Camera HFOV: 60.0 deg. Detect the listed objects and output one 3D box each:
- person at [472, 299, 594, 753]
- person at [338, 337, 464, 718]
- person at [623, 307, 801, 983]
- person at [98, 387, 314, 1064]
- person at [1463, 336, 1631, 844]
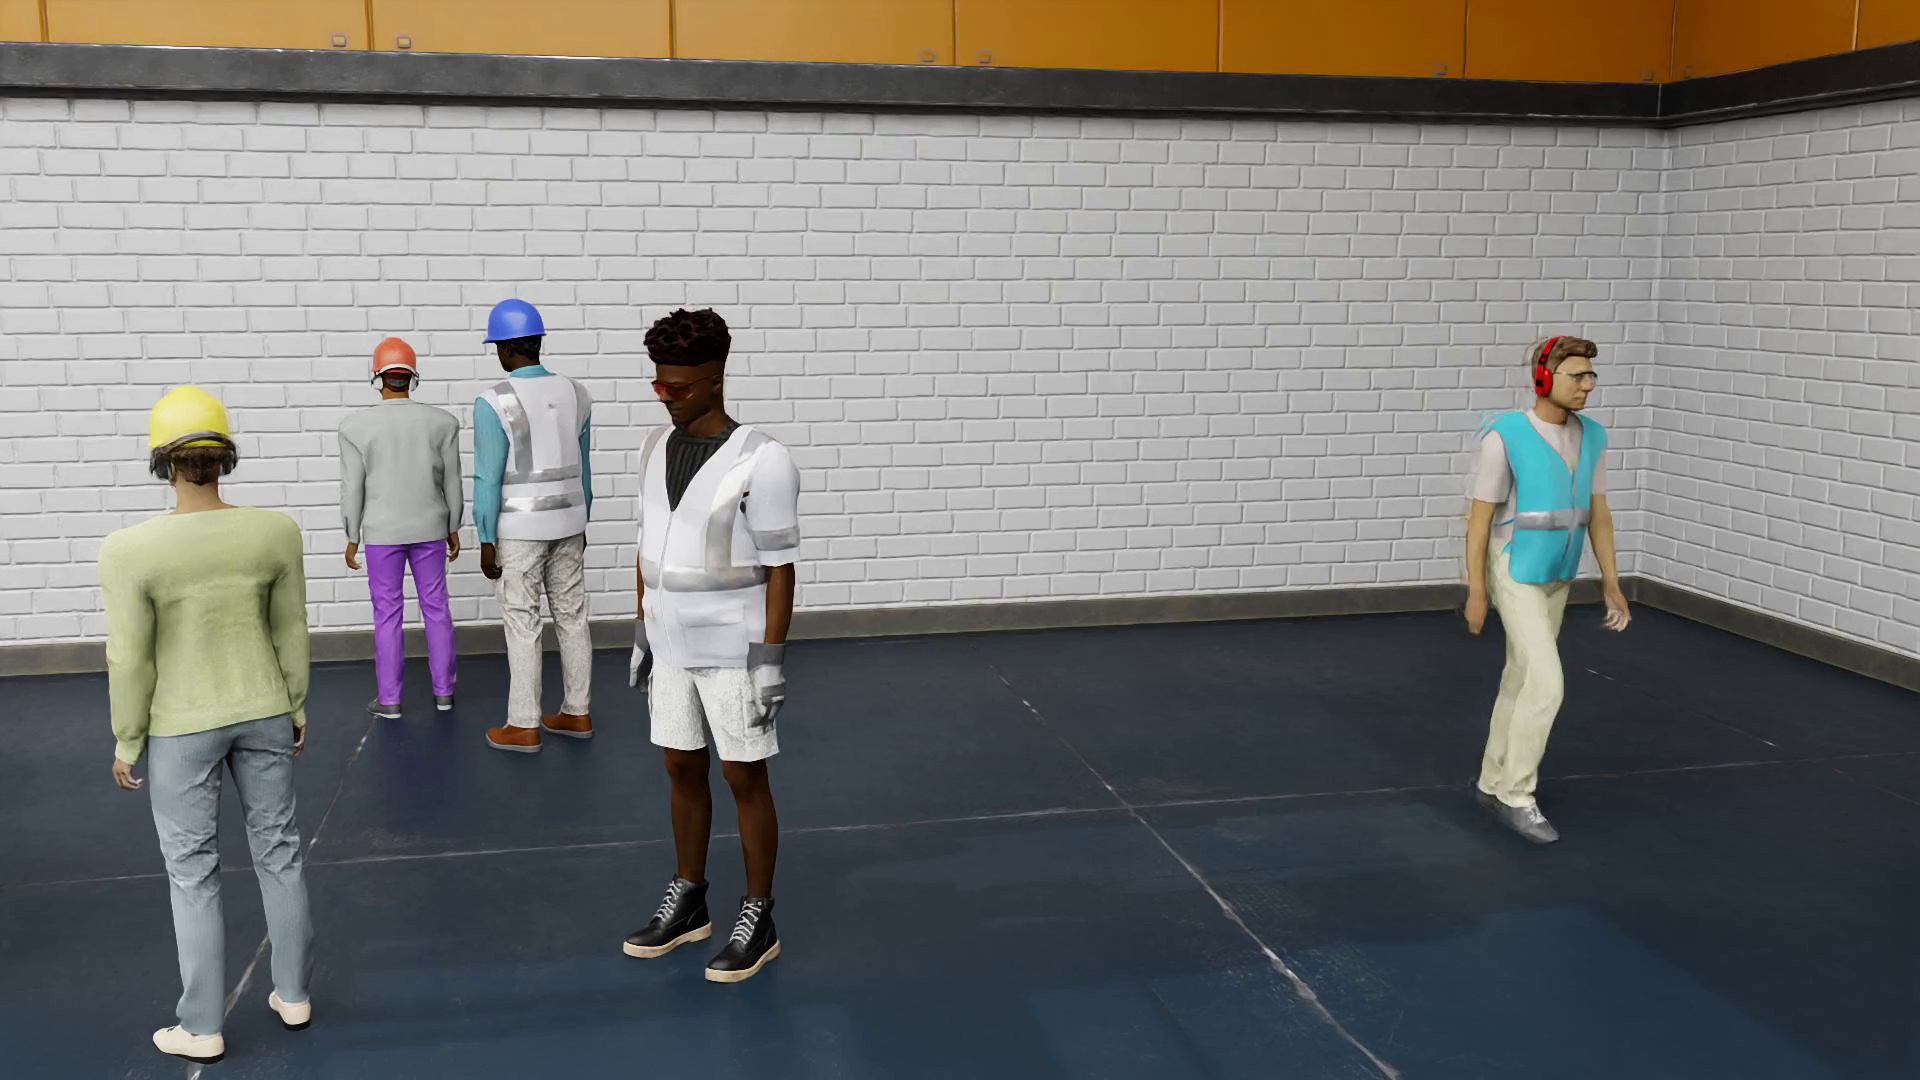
[{"bbox_3d":[-1.836,-0.059,7.155,0.416,1.939,0.604,7,11,36],"label":"person"},{"bbox_3d":[-2.578,-0.057,7.694,0.564,1.751,0.330,-6,11,-34],"label":"person"},{"bbox_3d":[-0.744,0.304,4.869,0.603,1.959,0.380,7,11,35],"label":"person"},{"bbox_3d":[-1.964,0.483,4.373,0.317,1.767,0.525,8,12,41],"label":"person"},{"bbox_3d":[2.134,0.177,6.055,0.566,1.827,0.635,-7,11,-35],"label":"person"}]
